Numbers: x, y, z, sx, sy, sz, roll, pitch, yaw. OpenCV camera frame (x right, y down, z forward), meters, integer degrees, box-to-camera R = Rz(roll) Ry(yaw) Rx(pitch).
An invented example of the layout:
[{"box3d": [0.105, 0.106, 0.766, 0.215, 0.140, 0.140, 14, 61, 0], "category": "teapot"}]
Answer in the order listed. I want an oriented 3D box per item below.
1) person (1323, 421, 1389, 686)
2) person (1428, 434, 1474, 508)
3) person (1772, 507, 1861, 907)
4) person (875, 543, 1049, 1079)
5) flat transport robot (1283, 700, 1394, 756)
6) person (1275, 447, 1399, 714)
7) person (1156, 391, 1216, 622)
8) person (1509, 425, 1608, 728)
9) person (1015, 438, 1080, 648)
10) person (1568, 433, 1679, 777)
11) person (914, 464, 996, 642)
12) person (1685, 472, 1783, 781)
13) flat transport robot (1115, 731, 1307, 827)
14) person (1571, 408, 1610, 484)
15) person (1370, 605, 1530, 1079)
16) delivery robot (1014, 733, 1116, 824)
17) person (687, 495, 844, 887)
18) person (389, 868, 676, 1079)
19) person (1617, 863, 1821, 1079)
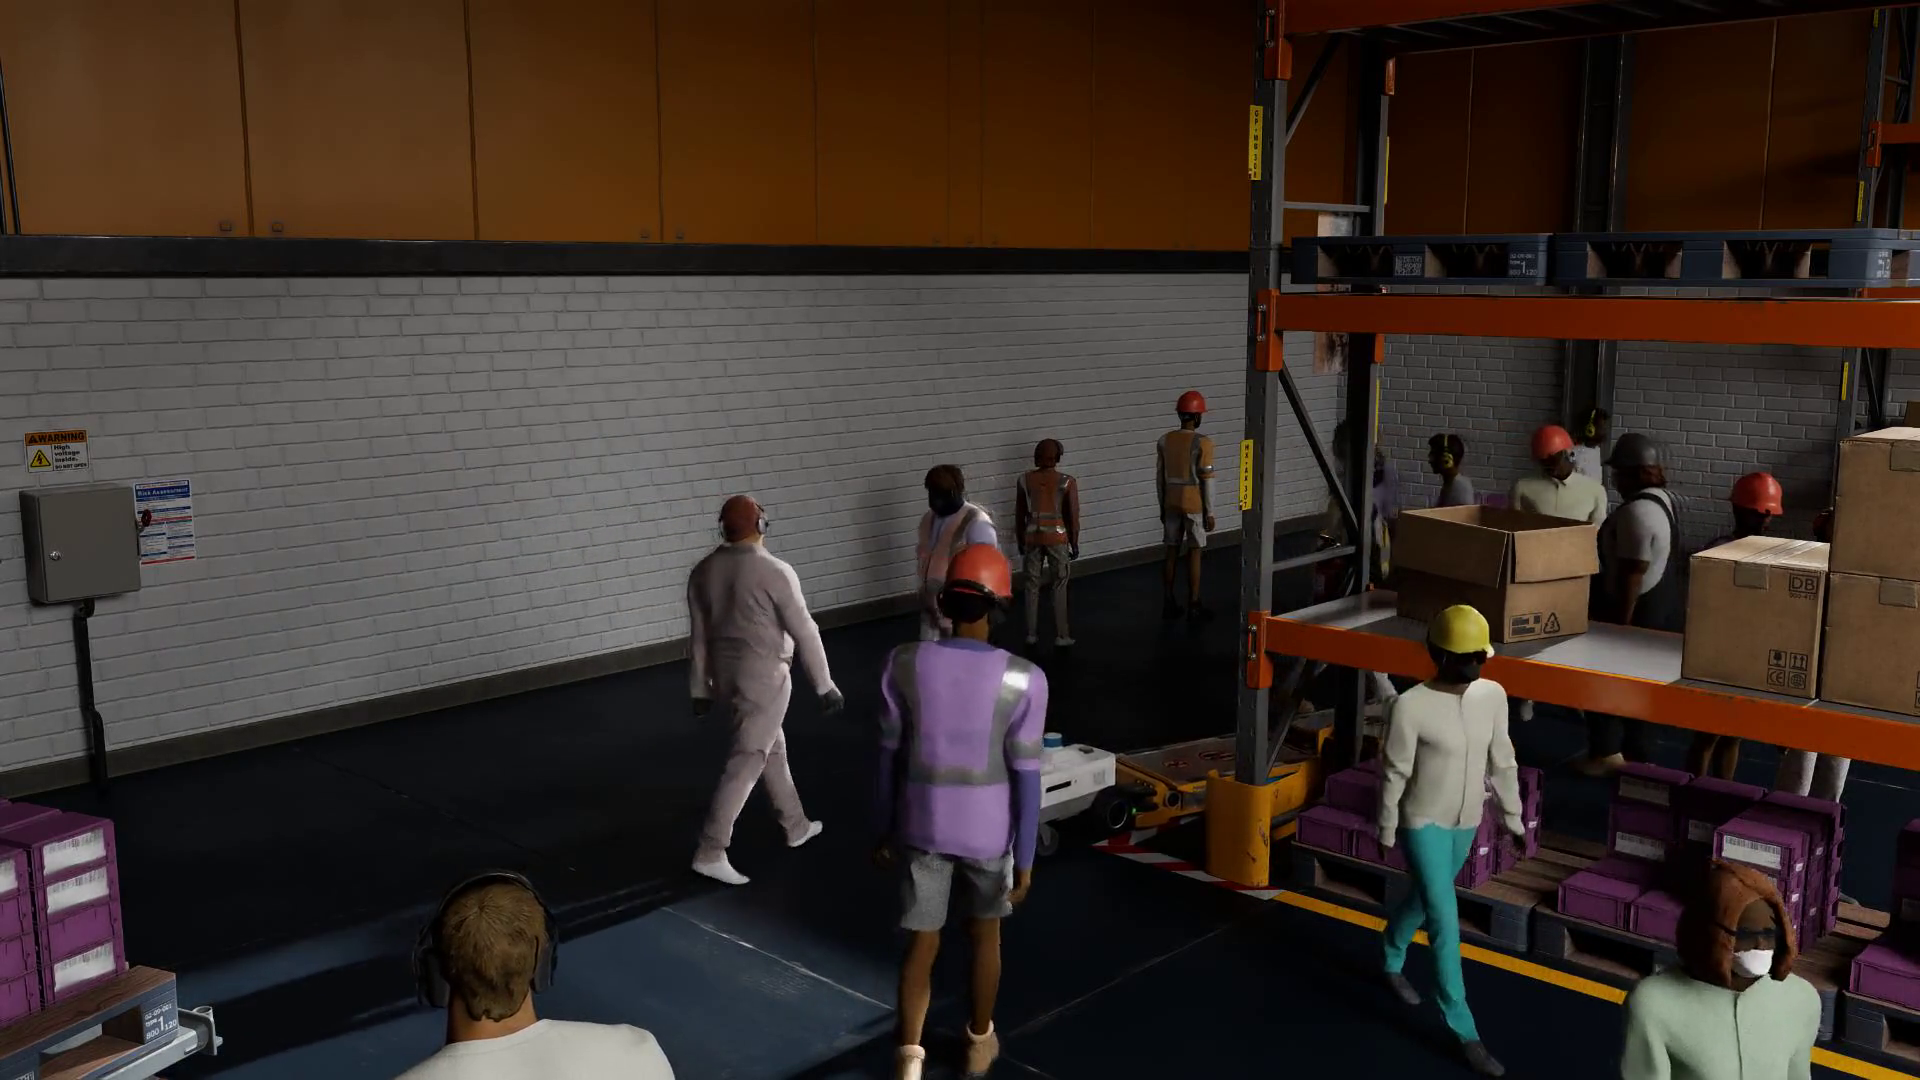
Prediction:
[{"box3d": [2.752, 0.119, 11.562, 0.641, 1.925, 0.501, -8, 13, -42], "category": "person"}, {"box3d": [3.399, 0.198, 11.308, 0.509, 1.842, 0.537, 4, 10, 23], "category": "person"}, {"box3d": [3.920, 0.790, 7.558, 0.575, 1.883, 0.355, -4, 10, -22], "category": "person"}, {"box3d": [-0.016, 1.032, 5.750, 0.639, 2.008, 0.909, 1, 9, 8], "category": "person"}, {"box3d": [2.549, 1.176, 10.115, 1.431, 0.197, 0.652, -6, 11, -35], "category": "flat transport robot"}, {"box3d": [2.557, 0.271, 10.987, 0.918, 1.811, 0.617, 1, 9, 7], "category": "person"}, {"box3d": [1.916, -0.282, 13.966, 0.554, 1.936, 0.367, 8, 12, 41], "category": "person"}, {"box3d": [3.803, 0.238, 10.690, 0.726, 1.967, 0.411, 2, 9, 12], "category": "person"}, {"box3d": [0.682, 0.028, 12.975, 0.522, 1.636, 0.309, 4, 10, 22], "category": "person"}, {"box3d": [3.795, 0.380, 9.583, 0.593, 2.000, 0.715, 7, 11, 35], "category": "person"}, {"box3d": [0.011, 0.441, 9.876, 0.649, 1.821, 0.643, -8, 12, -40], "category": "person"}, {"box3d": [3.980, 0.609, 8.506, 0.547, 1.934, 0.375, -5, 11, -30], "category": "person"}, {"box3d": [1.376, 1.311, 9.284, 1.431, 0.197, 0.652, -5, 11, -29], "category": "flat transport robot"}, {"box3d": [5.044, -0.179, 13.650, 0.875, 1.843, 0.527, 6, 11, 32], "category": "person"}, {"box3d": [1.841, 1.070, 6.373, 0.529, 1.717, 0.899, -5, 10, -26], "category": "person"}, {"box3d": [0.472, 1.239, 8.575, 0.707, 0.478, 0.477, -9, 12, -42], "category": "delivery robot"}, {"box3d": [-1.015, 0.714, 8.138, 0.710, 1.856, 0.992, 8, 12, 41], "category": "person"}, {"box3d": [-0.796, 1.513, 2.945, 0.627, 1.940, 0.372, -6, 11, -34], "category": "person"}, {"box3d": [1.763, 1.520, 3.955, 0.501, 1.606, 0.817, -1, 9, -3], "category": "person"}]
